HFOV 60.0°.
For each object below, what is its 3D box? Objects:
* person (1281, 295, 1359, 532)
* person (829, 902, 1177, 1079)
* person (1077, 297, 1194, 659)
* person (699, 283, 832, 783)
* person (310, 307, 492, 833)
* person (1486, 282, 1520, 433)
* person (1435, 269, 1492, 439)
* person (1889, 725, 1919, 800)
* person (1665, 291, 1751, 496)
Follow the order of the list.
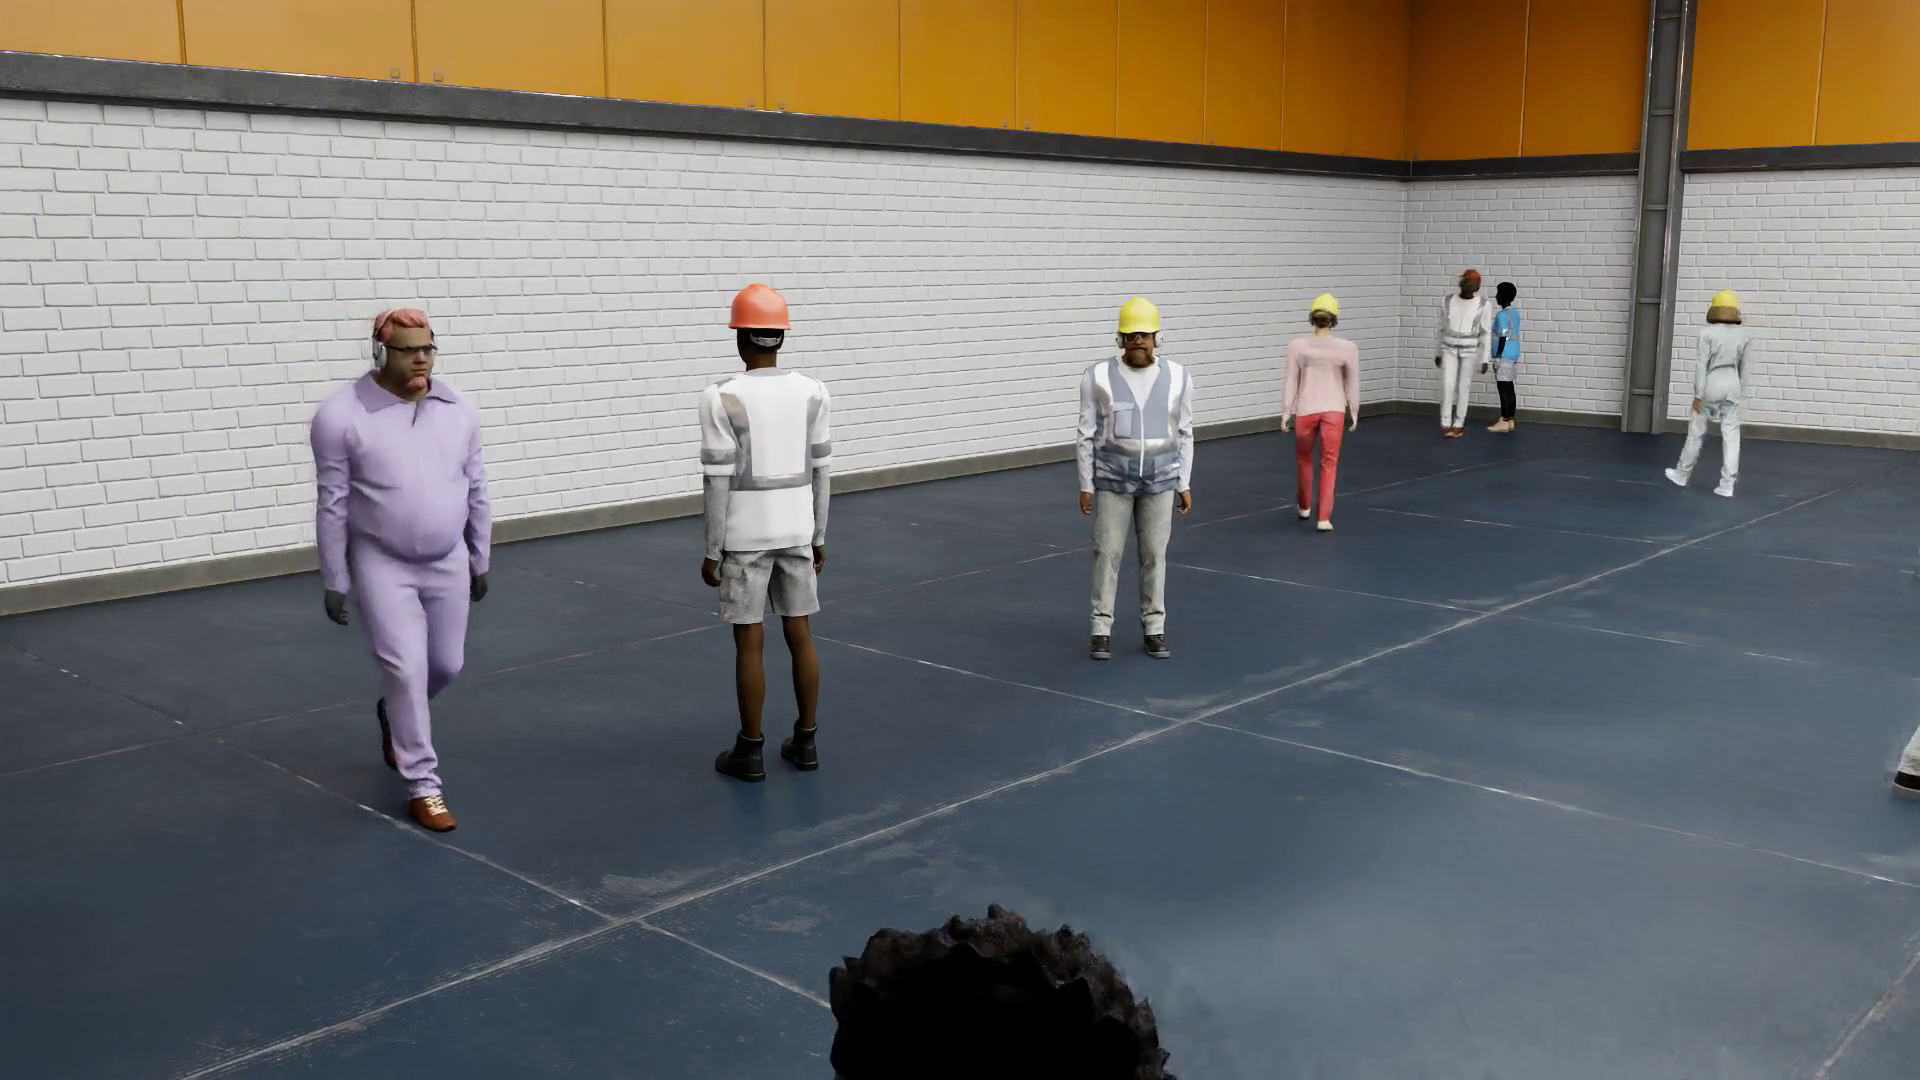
[{"bbox_3d":[2.685,-0.950,12.392,0.552,1.739,0.725,3,10,16],"label":"person"},{"bbox_3d":[0.115,1.054,1.145,0.828,1.670,0.541,3,10,15],"label":"person"},{"bbox_3d":[0.888,-0.303,8.396,0.594,1.832,0.403,0,10,-2],"label":"person"},{"bbox_3d":[-0.768,-0.022,6.502,0.545,1.938,0.359,-6,12,-32],"label":"person"},{"bbox_3d":[-2.060,0.073,6.158,0.649,1.877,0.833,-9,13,-42],"label":"person"},{"bbox_3d":[6.154,-2.063,18.806,0.317,1.695,0.540,7,12,33],"label":"person"},{"bbox_3d":[5.433,-1.997,18.000,0.606,1.841,0.791,5,11,26],"label":"person"},{"bbox_3d":[3.939,0.133,6.090,0.887,1.774,0.621,3,10,15],"label":"person"},{"bbox_3d":[6.415,-1.255,14.160,0.514,1.700,0.855,-1,10,-5],"label":"person"}]
